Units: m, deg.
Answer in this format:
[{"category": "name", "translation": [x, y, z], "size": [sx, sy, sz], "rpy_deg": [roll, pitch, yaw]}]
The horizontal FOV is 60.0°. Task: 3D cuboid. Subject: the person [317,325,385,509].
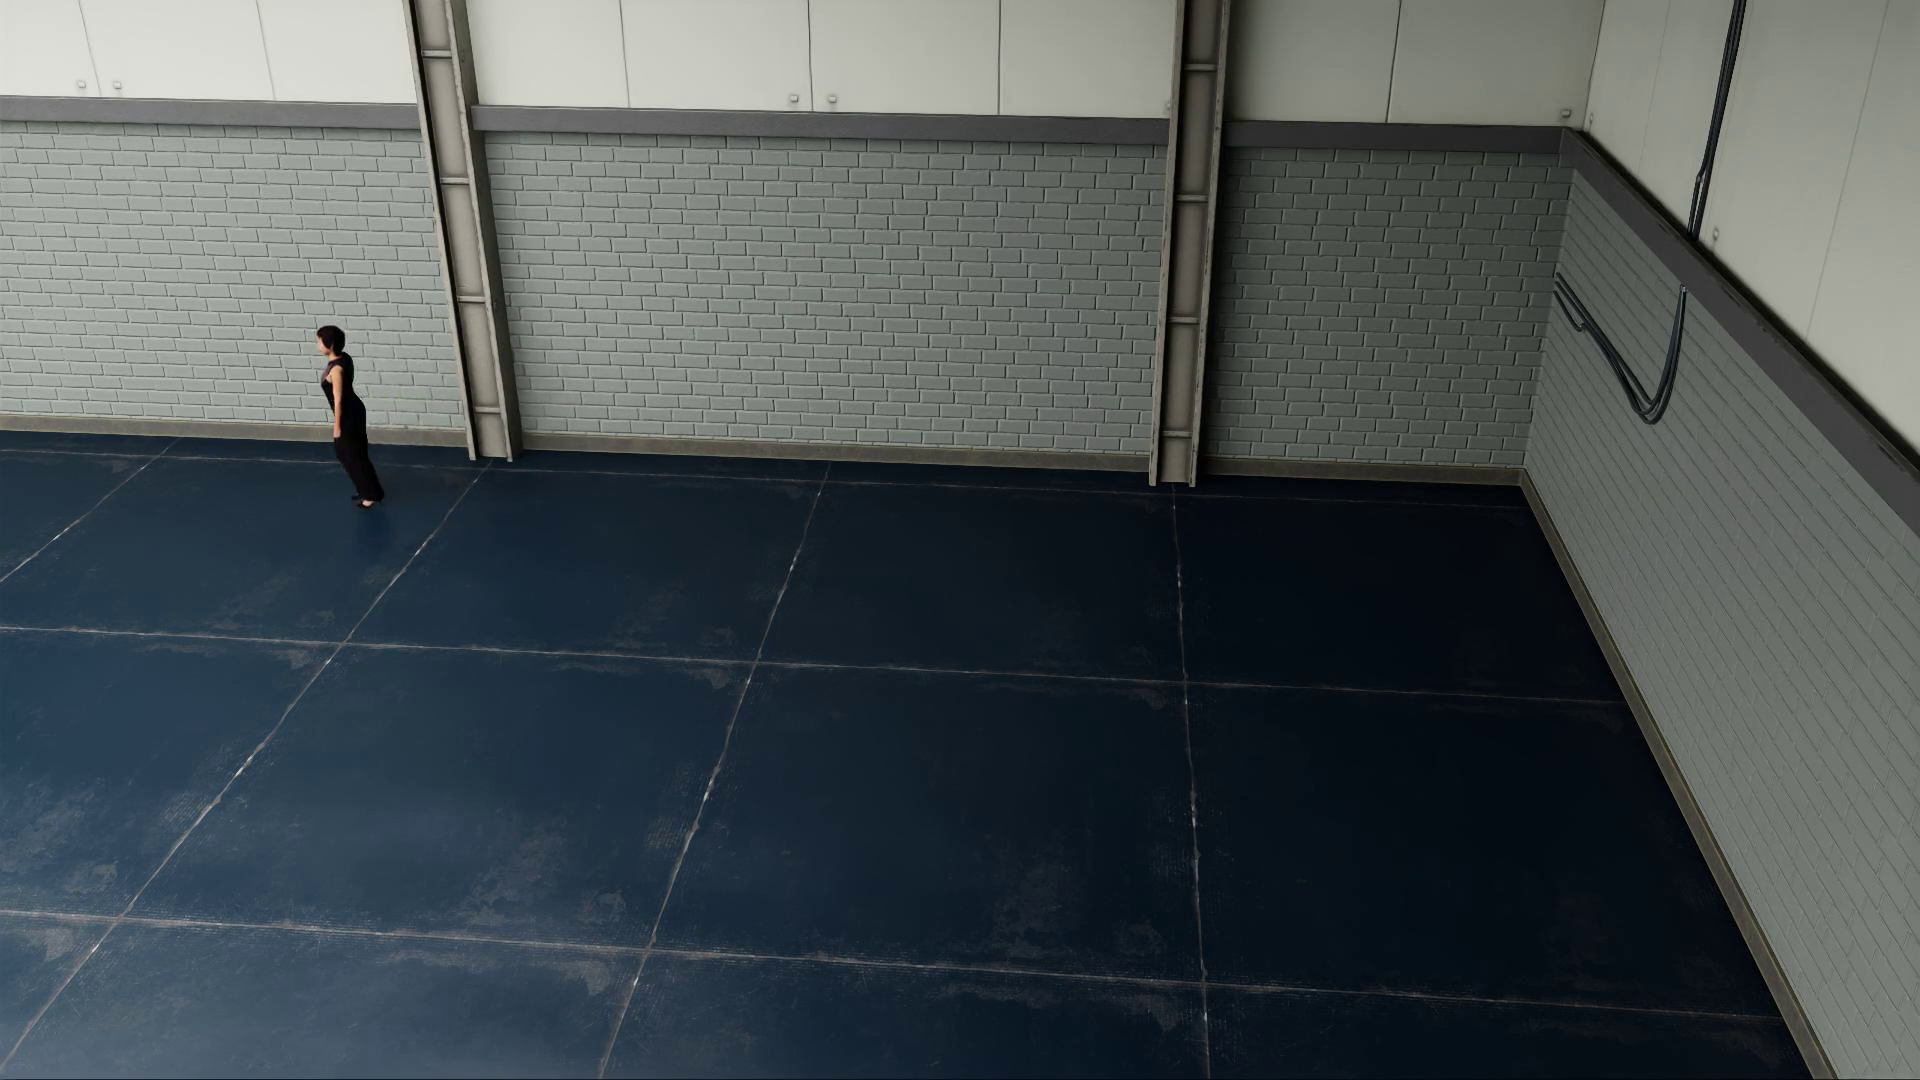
[{"category": "person", "translation": [-4.888, -0.995, 13.556], "size": [0.676, 1.588, 0.674], "rpy_deg": [-6, 28, -12]}]
